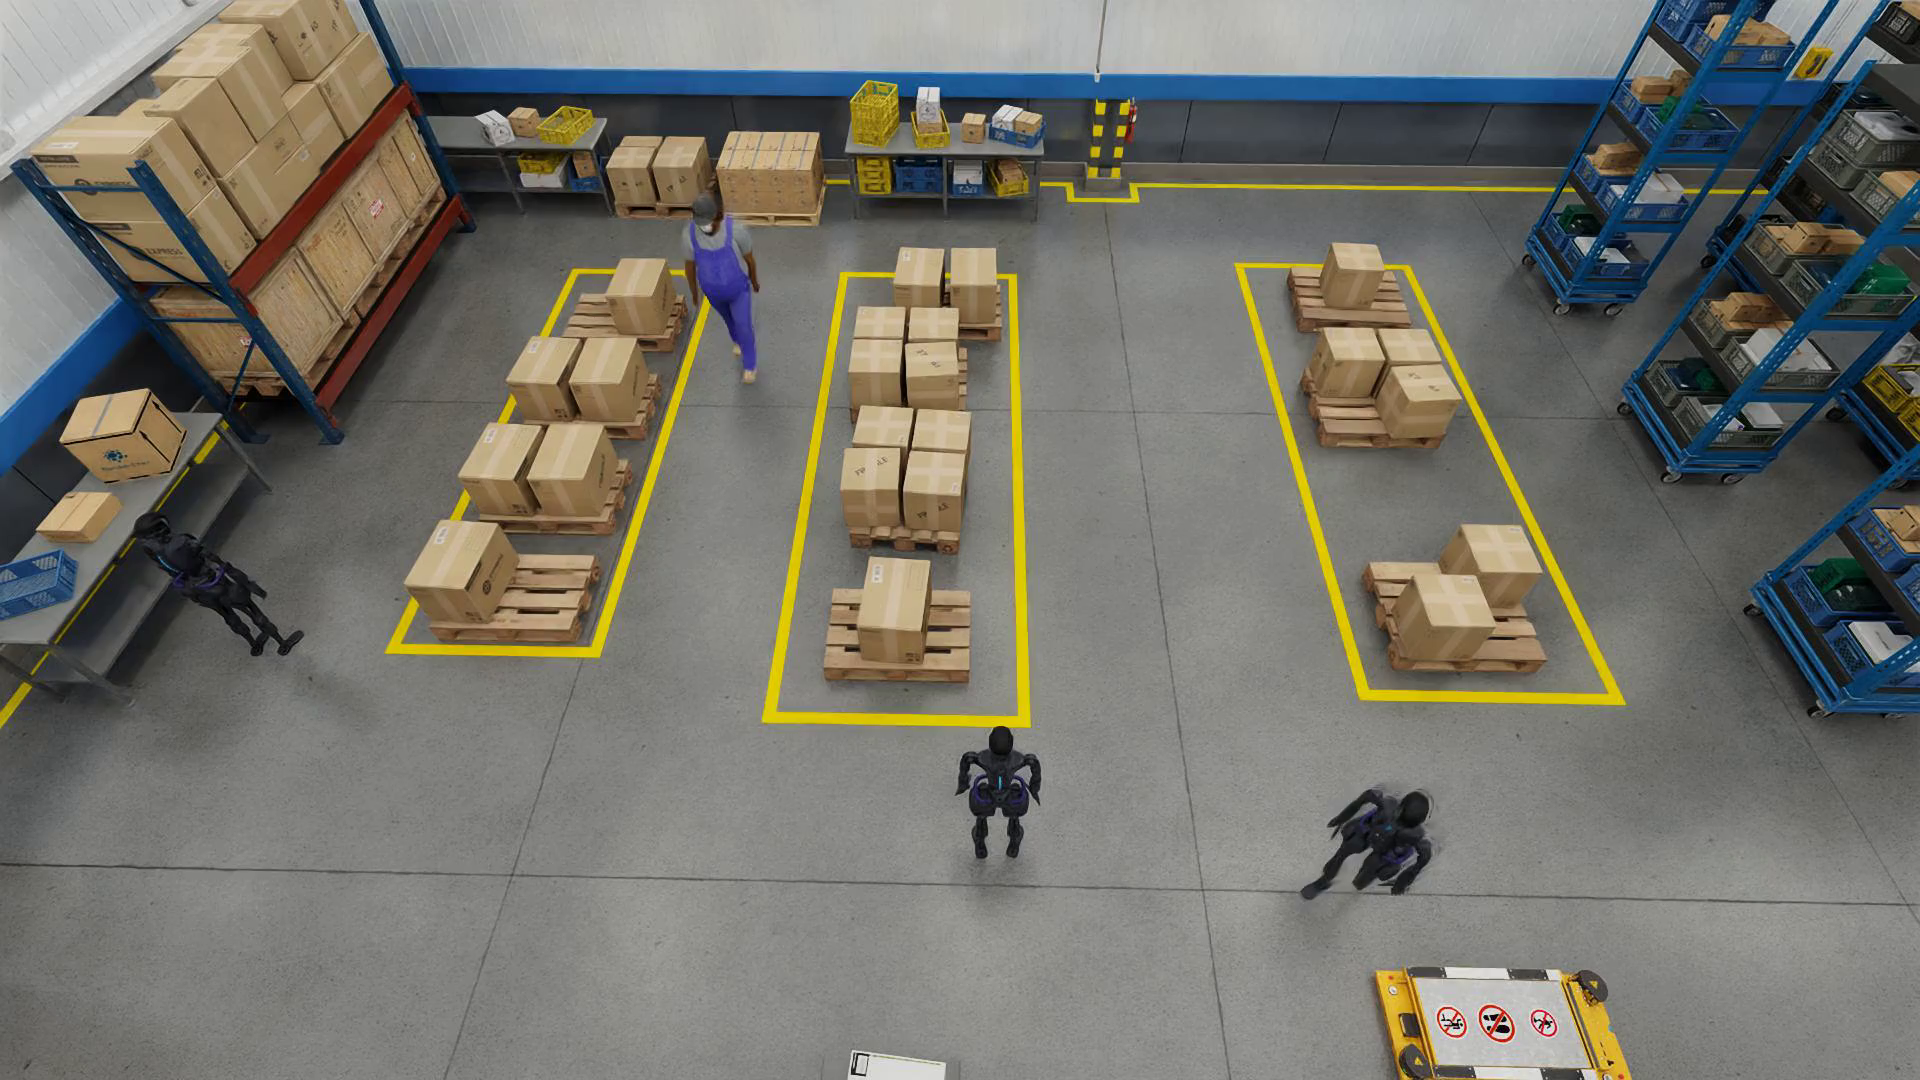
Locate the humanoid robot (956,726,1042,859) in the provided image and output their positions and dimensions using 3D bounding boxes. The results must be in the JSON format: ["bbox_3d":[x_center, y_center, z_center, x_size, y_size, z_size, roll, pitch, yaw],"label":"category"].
[{"bbox_3d":[0.262,1.699,6.185,0.584,1.654,0.327,1,51,1],"label":"humanoid robot"}]

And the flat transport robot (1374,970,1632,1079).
[{"bbox_3d":[3.501,3.133,5.914,1.431,0.197,0.652,1,51,1],"label":"flat transport robot"}]

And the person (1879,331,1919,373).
[{"bbox_3d":[9.875,-2.224,9.258,0.572,1.882,0.357,1,51,1],"label":"person"}]

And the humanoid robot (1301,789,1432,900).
[{"bbox_3d":[2.740,1.970,5.973,0.543,1.630,0.616,-25,55,-19],"label":"humanoid robot"}]

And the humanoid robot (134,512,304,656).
[{"bbox_3d":[-5.912,0.353,7.282,0.584,1.654,0.327,1,51,1],"label":"humanoid robot"}]

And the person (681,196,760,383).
[{"bbox_3d":[-2.466,-2.577,9.445,0.697,2.000,0.976,0,51,0],"label":"person"}]
